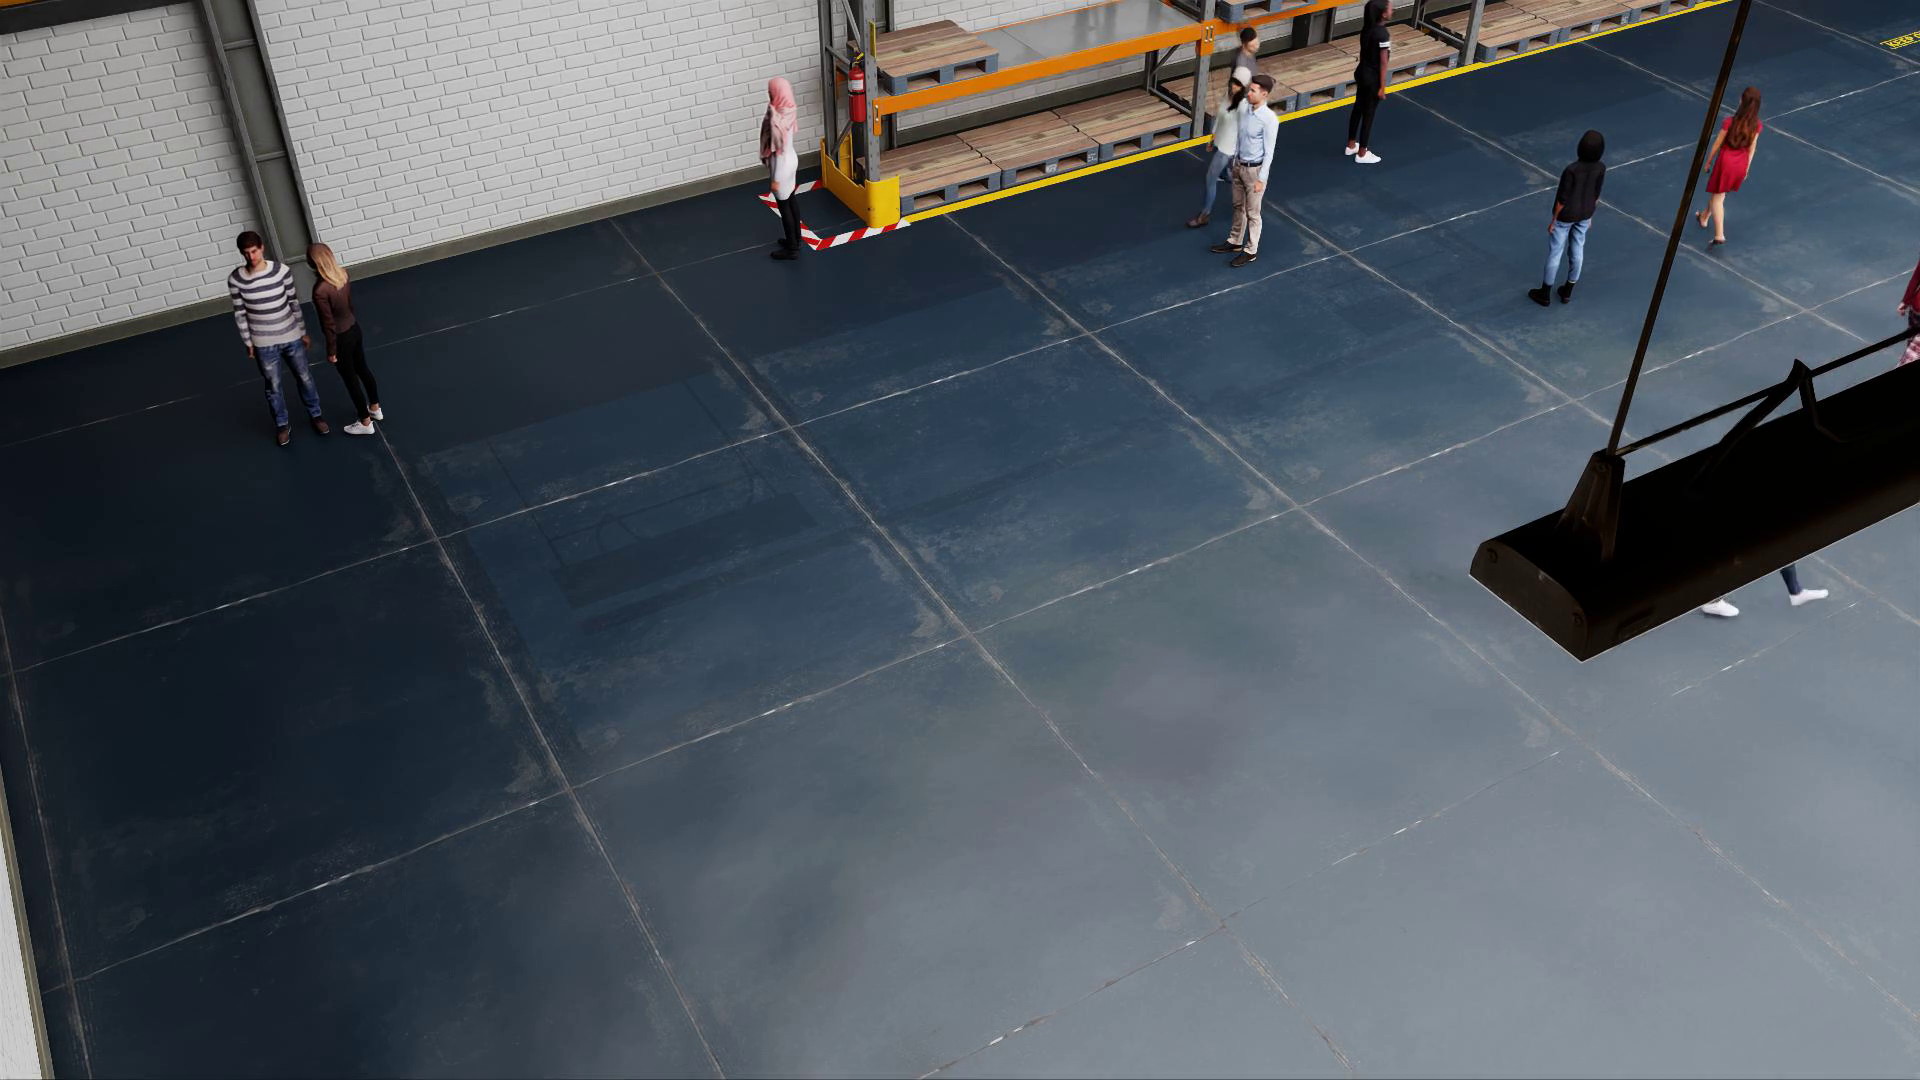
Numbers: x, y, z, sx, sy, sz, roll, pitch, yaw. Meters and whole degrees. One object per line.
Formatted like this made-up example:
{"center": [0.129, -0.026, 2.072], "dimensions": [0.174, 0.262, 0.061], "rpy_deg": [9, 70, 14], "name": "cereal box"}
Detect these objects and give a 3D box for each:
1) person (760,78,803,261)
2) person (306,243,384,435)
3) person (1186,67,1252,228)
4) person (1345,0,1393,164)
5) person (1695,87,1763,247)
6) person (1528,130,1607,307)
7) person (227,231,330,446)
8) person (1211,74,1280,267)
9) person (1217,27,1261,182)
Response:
{"center": [-1.667, -3.513, 15.721], "dimensions": [0.794, 1.803, 0.737], "rpy_deg": [9, 39, 11], "name": "person"}
{"center": [-4.980, -1.634, 13.448], "dimensions": [0.700, 1.704, 0.671], "rpy_deg": [5, 39, 7], "name": "person"}
{"center": [2.673, -3.858, 16.304], "dimensions": [1.086, 1.614, 0.753], "rpy_deg": [-7, 39, -8], "name": "person"}
{"center": [4.299, -4.823, 17.422], "dimensions": [0.653, 1.728, 0.666], "rpy_deg": [-10, 40, -12], "name": "person"}
{"center": [7.422, -3.573, 16.018], "dimensions": [1.045, 1.526, 0.965], "rpy_deg": [1, 39, 1], "name": "person"}
{"center": [5.543, -2.912, 15.050], "dimensions": [0.575, 1.702, 0.691], "rpy_deg": [-7, 39, -8], "name": "person"}
{"center": [-5.491, -1.645, 13.341], "dimensions": [0.478, 1.855, 0.717], "rpy_deg": [-17, 42, -20], "name": "person"}
{"center": [2.739, -3.499, 15.668], "dimensions": [0.610, 1.848, 0.646], "rpy_deg": [-17, 42, -20], "name": "person"}
{"center": [2.821, -4.422, 16.917], "dimensions": [0.881, 1.731, 0.799], "rpy_deg": [5, 39, 6], "name": "person"}
